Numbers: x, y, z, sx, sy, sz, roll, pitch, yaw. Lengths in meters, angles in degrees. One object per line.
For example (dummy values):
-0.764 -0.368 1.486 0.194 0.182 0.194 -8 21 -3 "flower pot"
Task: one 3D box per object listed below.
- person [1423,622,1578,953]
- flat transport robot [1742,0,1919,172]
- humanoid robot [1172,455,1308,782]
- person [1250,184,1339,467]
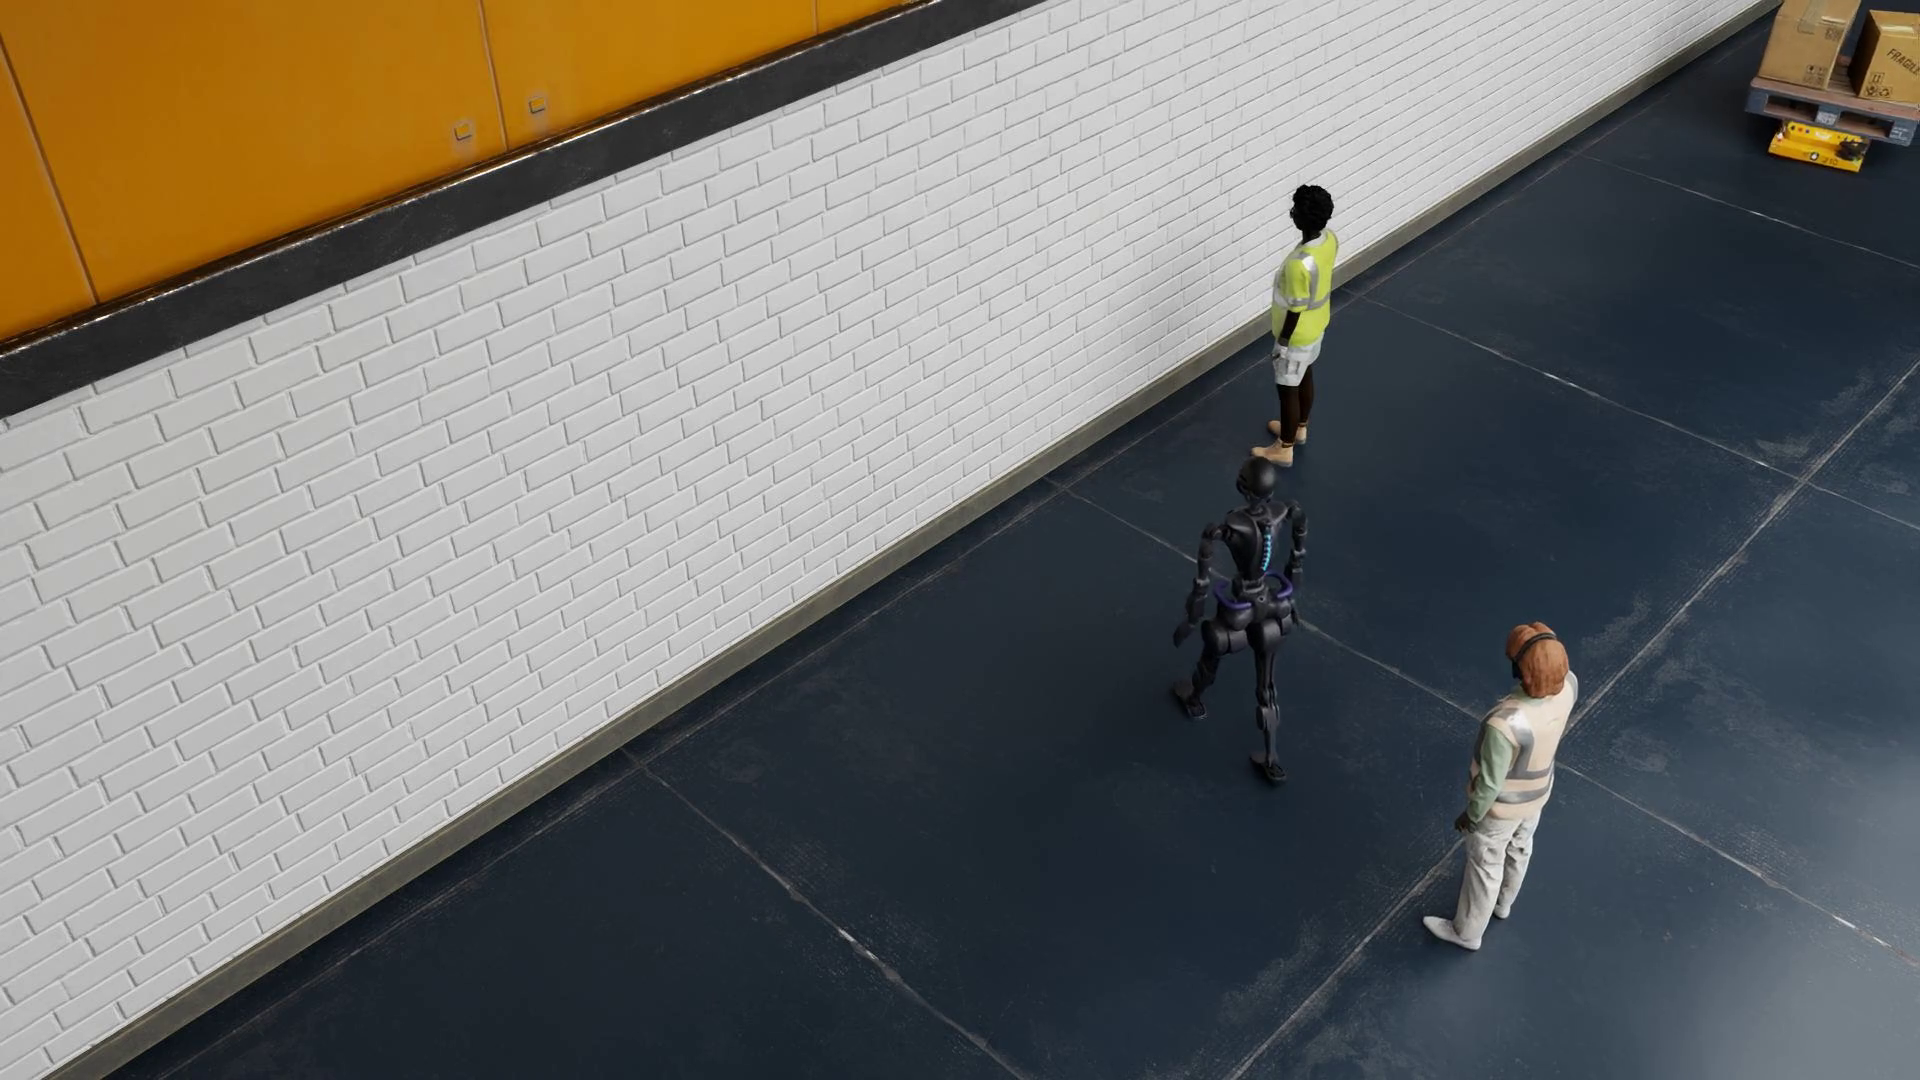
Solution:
2.156 0.999 6.575 0.513 1.636 0.314 -28 47 -31 "person"
6.841 -3.306 13.053 0.659 0.231 1.431 21 43 24 "flat transport robot"
1.278 0.311 7.439 0.599 1.625 0.781 -13 40 -16 "humanoid robot"
1.875 -1.187 9.257 0.316 1.698 0.540 20 43 23 "person"
